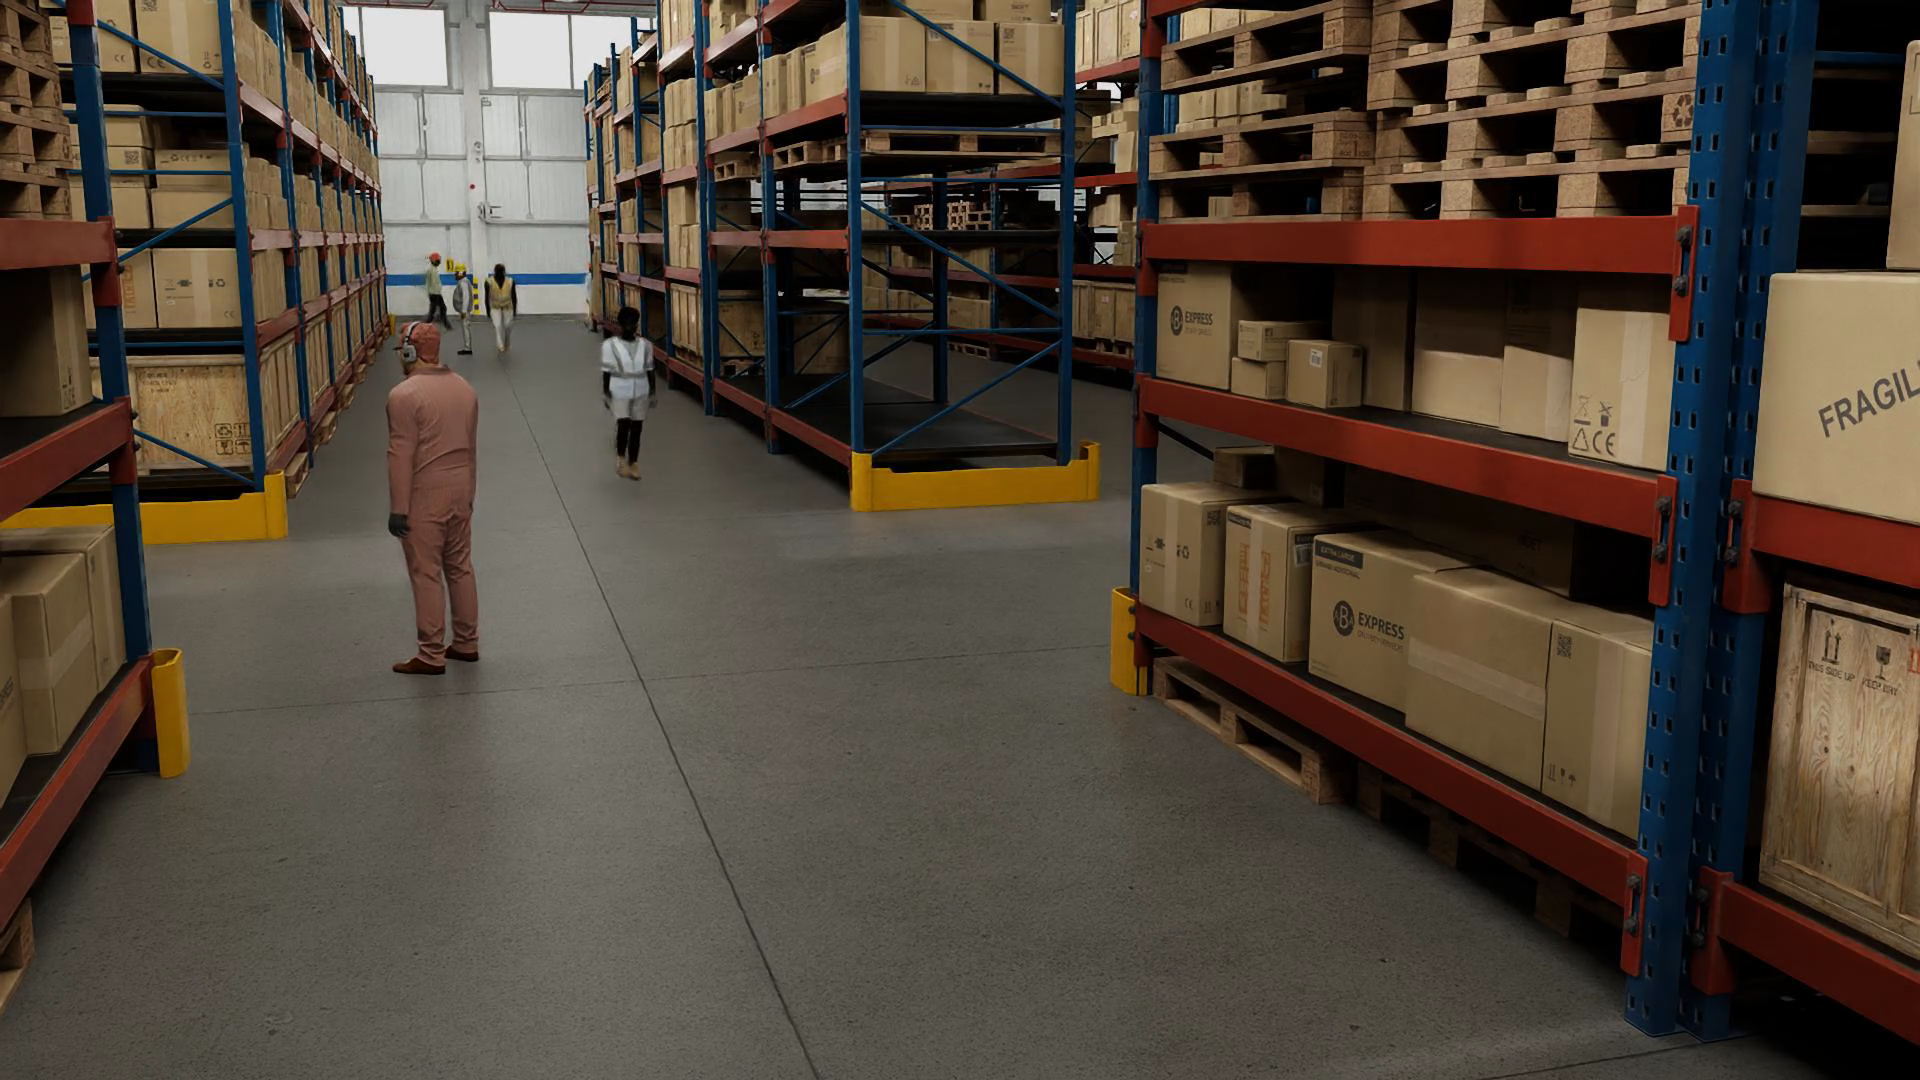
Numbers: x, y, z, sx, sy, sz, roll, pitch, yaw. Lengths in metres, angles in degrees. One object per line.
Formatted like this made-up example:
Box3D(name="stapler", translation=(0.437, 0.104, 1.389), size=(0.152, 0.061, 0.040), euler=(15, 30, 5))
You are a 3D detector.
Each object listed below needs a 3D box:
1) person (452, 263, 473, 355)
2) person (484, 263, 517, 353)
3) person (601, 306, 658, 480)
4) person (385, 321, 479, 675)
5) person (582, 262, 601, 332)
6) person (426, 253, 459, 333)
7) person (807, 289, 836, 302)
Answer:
Box3D(name="person", translation=(-9.900, -4.592, 33.115), size=(0.404, 1.830, 0.601), euler=(-3, 11, -16))
Box3D(name="person", translation=(-9.336, -4.716, 33.829), size=(0.625, 1.828, 0.434), euler=(-4, 11, -21))
Box3D(name="person", translation=(-3.175, -1.406, 16.031), size=(0.546, 1.681, 0.389), euler=(-7, 12, -32))
Box3D(name="person", translation=(-2.877, -0.228, 9.021), size=(0.399, 1.900, 0.643), euler=(4, 11, 19))
Box3D(name="person", translation=(-9.108, -6.031, 41.251), size=(0.399, 1.740, 0.566), euler=(-5, 11, -25))
Box3D(name="person", translation=(-12.679, -6.016, 40.583), size=(0.928, 1.952, 0.635), euler=(-3, 11, -17))
Box3D(name="person", translation=(-2.345, -3.651, 28.240), size=(0.601, 1.733, 0.472), euler=(4, 11, 23))
